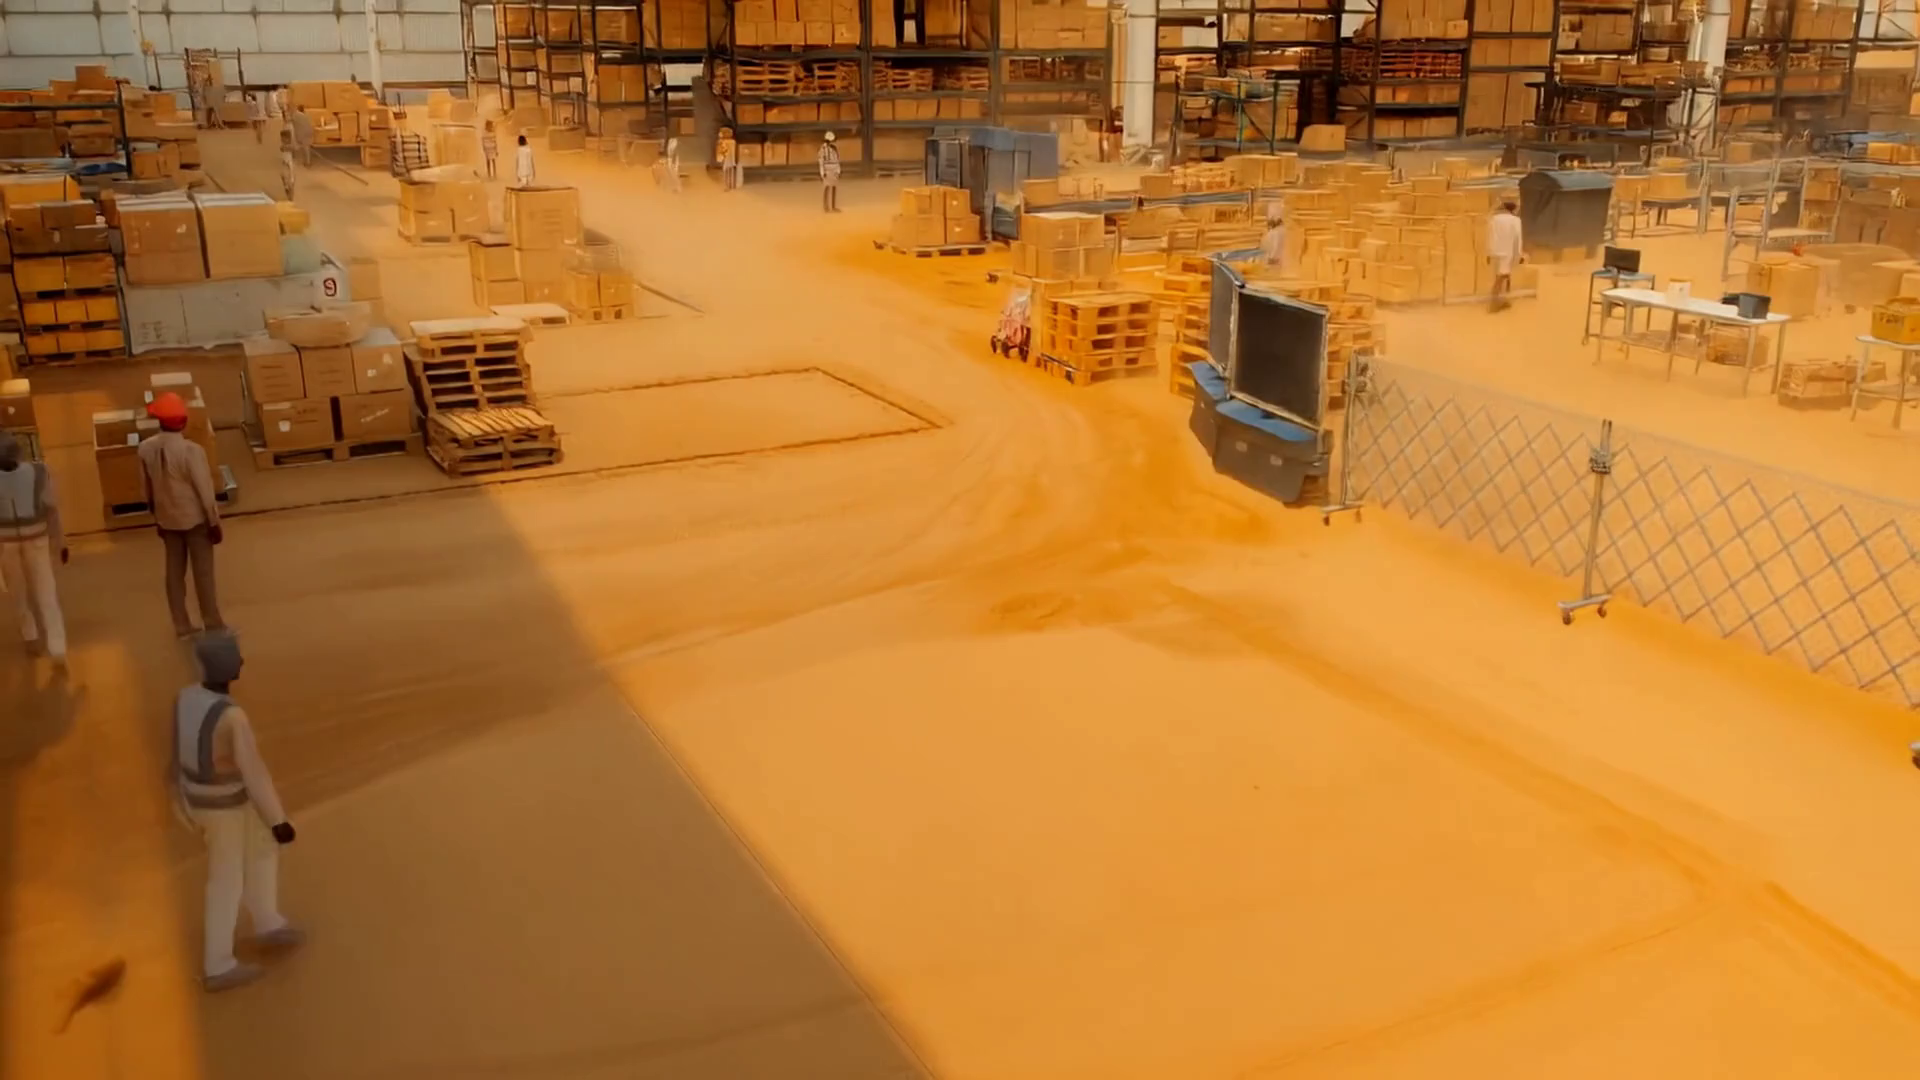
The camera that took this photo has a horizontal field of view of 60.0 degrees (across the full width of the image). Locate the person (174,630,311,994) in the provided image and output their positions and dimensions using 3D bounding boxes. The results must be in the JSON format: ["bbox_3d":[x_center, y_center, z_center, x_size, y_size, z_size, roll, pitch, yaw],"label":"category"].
[{"bbox_3d":[-3.569,1.330,8.341,0.766,1.859,0.599,-16,23,-40],"label":"person"}]

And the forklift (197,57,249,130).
[{"bbox_3d":[-29.743,-17.930,66.733,1.873,2.768,1.129,-9,20,-26],"label":"forklift"}]

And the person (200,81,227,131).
[{"bbox_3d":[-29.741,-17.238,66.099,1.016,1.949,0.618,-1,18,-5],"label":"person"}]

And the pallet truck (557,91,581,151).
[{"bbox_3d":[-13.495,-14.412,57.188,0.823,1.965,1.885,-3,18,-9],"label":"pallet truck"}]

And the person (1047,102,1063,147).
[{"bbox_3d":[3.274,-14.006,56.445,0.820,1.656,0.557,-10,20,-27],"label":"person"}]

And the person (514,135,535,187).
[{"bbox_3d":[-10.304,-8.629,39.362,0.515,1.872,0.333,-17,24,-42],"label":"person"}]

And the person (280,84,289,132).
[{"bbox_3d":[-26.050,-16.724,64.514,0.567,1.925,0.601,-1,18,-2],"label":"person"}]

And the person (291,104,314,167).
[{"bbox_3d":[-20.147,-12.402,51.043,0.649,1.922,0.551,-1,18,-4],"label":"person"}]

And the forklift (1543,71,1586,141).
[{"bbox_3d":[18.685,-13.231,52.085,1.873,2.768,1.129,-9,20,-26],"label":"forklift"}]

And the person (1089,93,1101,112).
[{"bbox_3d":[5.349,-16.893,65.510,0.509,1.632,0.269,2,18,6],"label":"person"}]

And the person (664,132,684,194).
[{"bbox_3d":[-7.543,-9.945,43.889,0.504,1.599,0.538,-1,18,-2],"label":"person"}]

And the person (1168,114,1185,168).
[{"bbox_3d":[6.310,-11.541,48.643,0.528,1.754,0.504,9,20,26],"label":"person"}]

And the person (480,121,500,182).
[{"bbox_3d":[-13.283,-10.977,46.977,0.321,1.689,0.530,14,23,37],"label":"person"}]

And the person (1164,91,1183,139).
[{"bbox_3d":[7.959,-15.711,61.407,0.663,1.888,0.658,15,23,39],"label":"person"}]

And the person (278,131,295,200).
[{"bbox_3d":[-15.978,-8.718,39.510,0.383,1.957,0.606,-11,21,-30],"label":"person"}]

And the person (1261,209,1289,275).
[{"bbox_3d":[4.872,-4.260,25.874,0.695,1.786,0.610,-6,19,-18],"label":"person"}]

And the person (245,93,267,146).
[{"bbox_3d":[-24.988,-14.969,59.215,0.833,1.811,0.661,16,24,40],"label":"person"}]

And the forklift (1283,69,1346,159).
[{"bbox_3d":[11.615,-13.871,54.079,1.129,2.768,1.873,-9,20,-27],"label":"forklift"}]

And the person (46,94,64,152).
[{"bbox_3d":[-30.790,-14.158,56.491,0.356,1.938,0.633,-9,20,-26],"label":"person"}]

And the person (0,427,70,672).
[{"bbox_3d":[-6.943,0.075,12.299,0.600,1.825,0.961,-8,19,-24],"label":"person"}]

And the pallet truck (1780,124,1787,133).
[{"bbox_3d":[25.206,-12.542,52.601,1.601,1.201,0.680,0,18,-2],"label":"pallet truck"}]

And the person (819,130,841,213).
[{"bbox_3d":[-3.096,-8.821,39.854,0.543,1.938,0.357,-12,21,-33],"label":"person"}]

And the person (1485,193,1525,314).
[{"bbox_3d":[8.838,-4.627,26.840,0.909,1.900,0.555,-11,21,-30],"label":"person"}]

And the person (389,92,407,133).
[{"bbox_3d":[-19.682,-14.726,58.316,0.591,1.911,0.389,-2,18,-5],"label":"person"}]

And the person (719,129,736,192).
[{"bbox_3d":[-6.209,-10.132,44.420,0.313,1.639,0.517,15,23,39],"label":"person"}]

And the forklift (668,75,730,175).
[{"bbox_3d":[-7.619,-12.251,49.026,1.873,2.768,1.129,-9,20,-26],"label":"forklift"}]

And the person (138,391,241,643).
[{"bbox_3d":[-5.941,-0.161,12.763,0.613,1.994,0.381,5,18,15],"label":"person"}]

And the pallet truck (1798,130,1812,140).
[{"bbox_3d":[25.526,-11.556,49.408,1.630,1.274,0.653,-9,20,-26],"label":"pallet truck"}]
